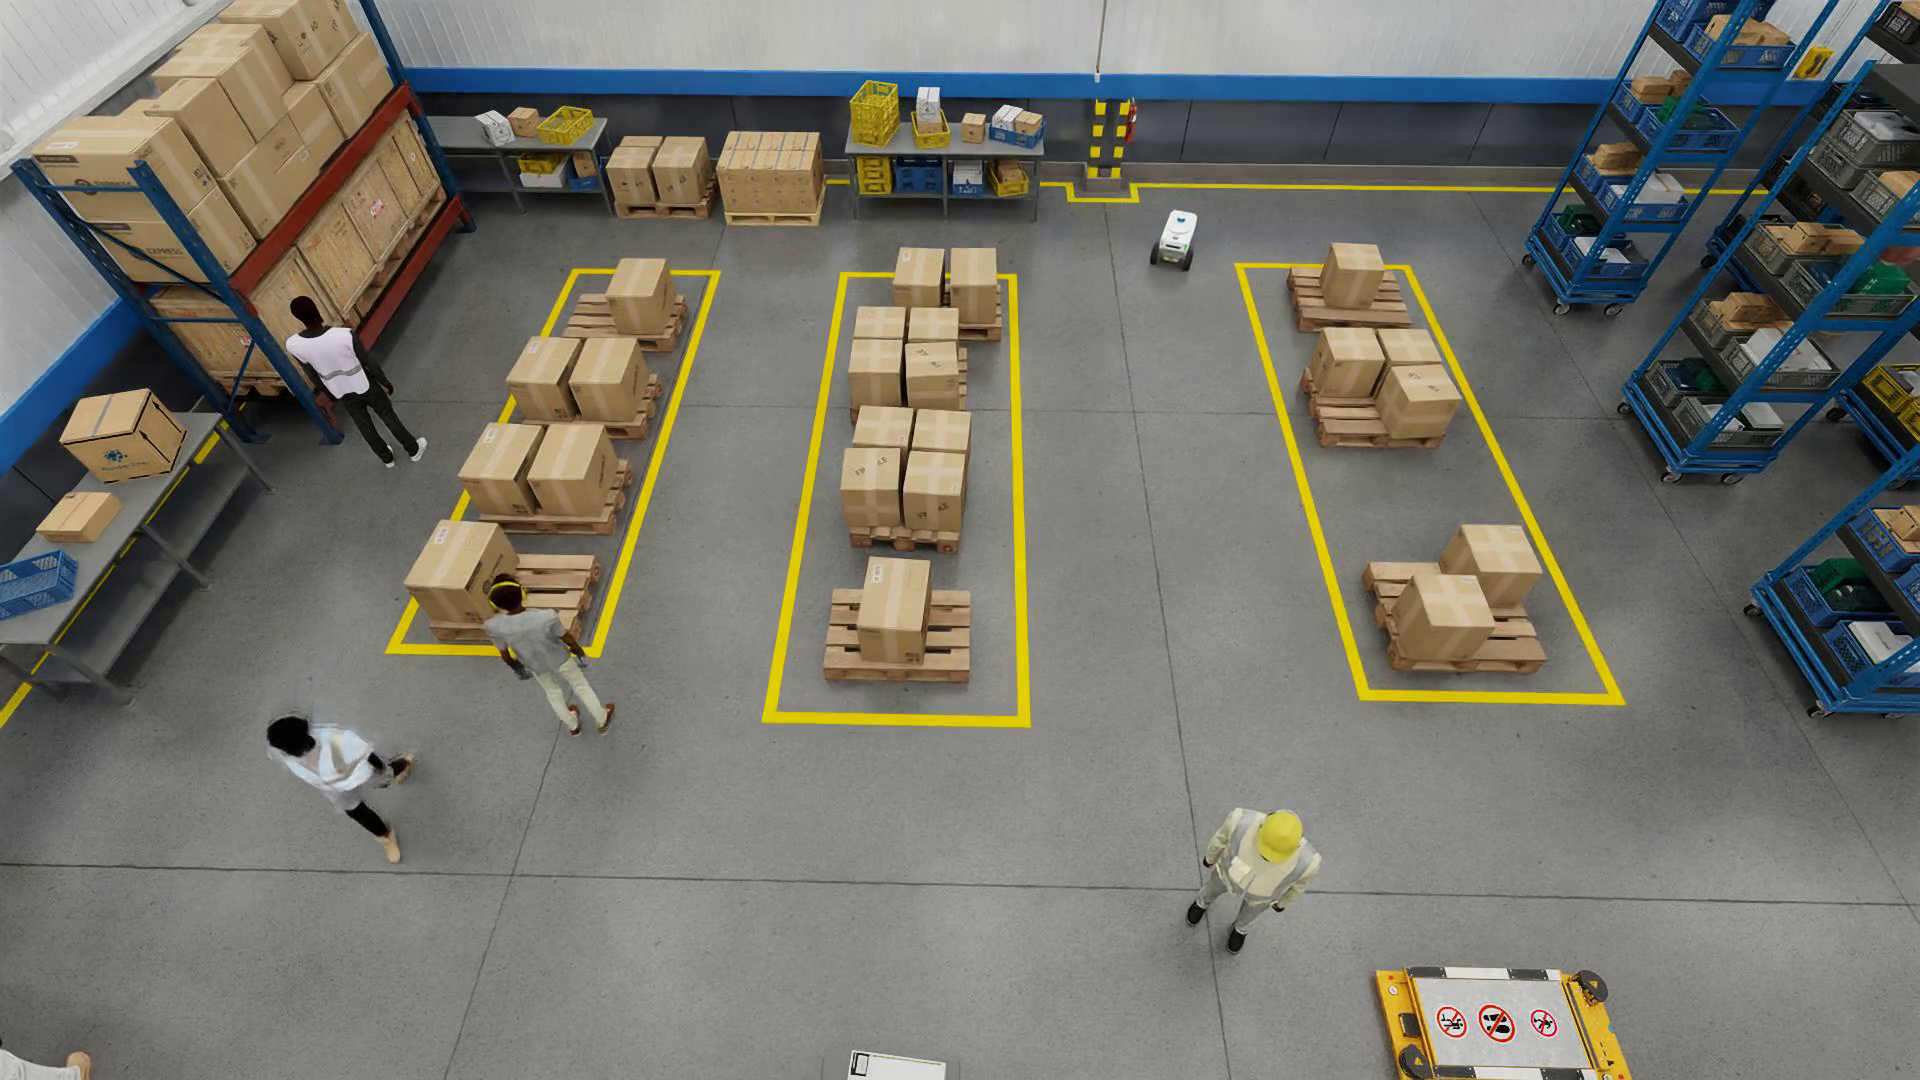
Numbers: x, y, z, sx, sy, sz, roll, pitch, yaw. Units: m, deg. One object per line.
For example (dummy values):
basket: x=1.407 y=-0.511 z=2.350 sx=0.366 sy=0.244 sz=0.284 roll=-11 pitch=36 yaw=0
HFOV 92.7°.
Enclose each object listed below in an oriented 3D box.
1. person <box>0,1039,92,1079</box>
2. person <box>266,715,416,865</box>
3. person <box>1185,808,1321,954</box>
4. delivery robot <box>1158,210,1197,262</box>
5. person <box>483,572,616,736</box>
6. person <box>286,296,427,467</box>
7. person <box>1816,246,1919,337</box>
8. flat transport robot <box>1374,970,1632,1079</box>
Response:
person: x=-5.718 y=2.954 z=5.054 sx=0.430 sy=1.845 sz=0.624 roll=37 pitch=60 yaw=26
person: x=-4.220 y=1.539 z=6.325 sx=0.539 sy=1.656 sz=0.800 roll=-13 pitch=52 yaw=-10
person: x=1.809 y=2.115 z=5.750 sx=0.595 sy=1.823 sz=0.403 roll=28 pitch=56 yaw=21
delivery robot: x=2.694 y=-3.783 z=11.312 sx=0.477 sy=0.478 sz=0.707 roll=16 pitch=53 yaw=12
person: x=-3.027 y=0.909 z=6.722 sx=0.588 sy=1.875 sz=0.411 roll=-12 pitch=52 yaw=-10
person: x=-5.678 y=-1.445 z=8.591 sx=0.591 sy=1.920 sz=0.392 roll=-14 pitch=52 yaw=-11
person: x=10.082 y=-3.108 z=9.900 sx=0.392 sy=1.991 sz=0.613 roll=19 pitch=53 yaw=15
flat transport robot: x=3.501 y=3.133 z=5.914 sx=1.431 sy=0.197 sz=0.652 roll=1 pitch=51 yaw=1
